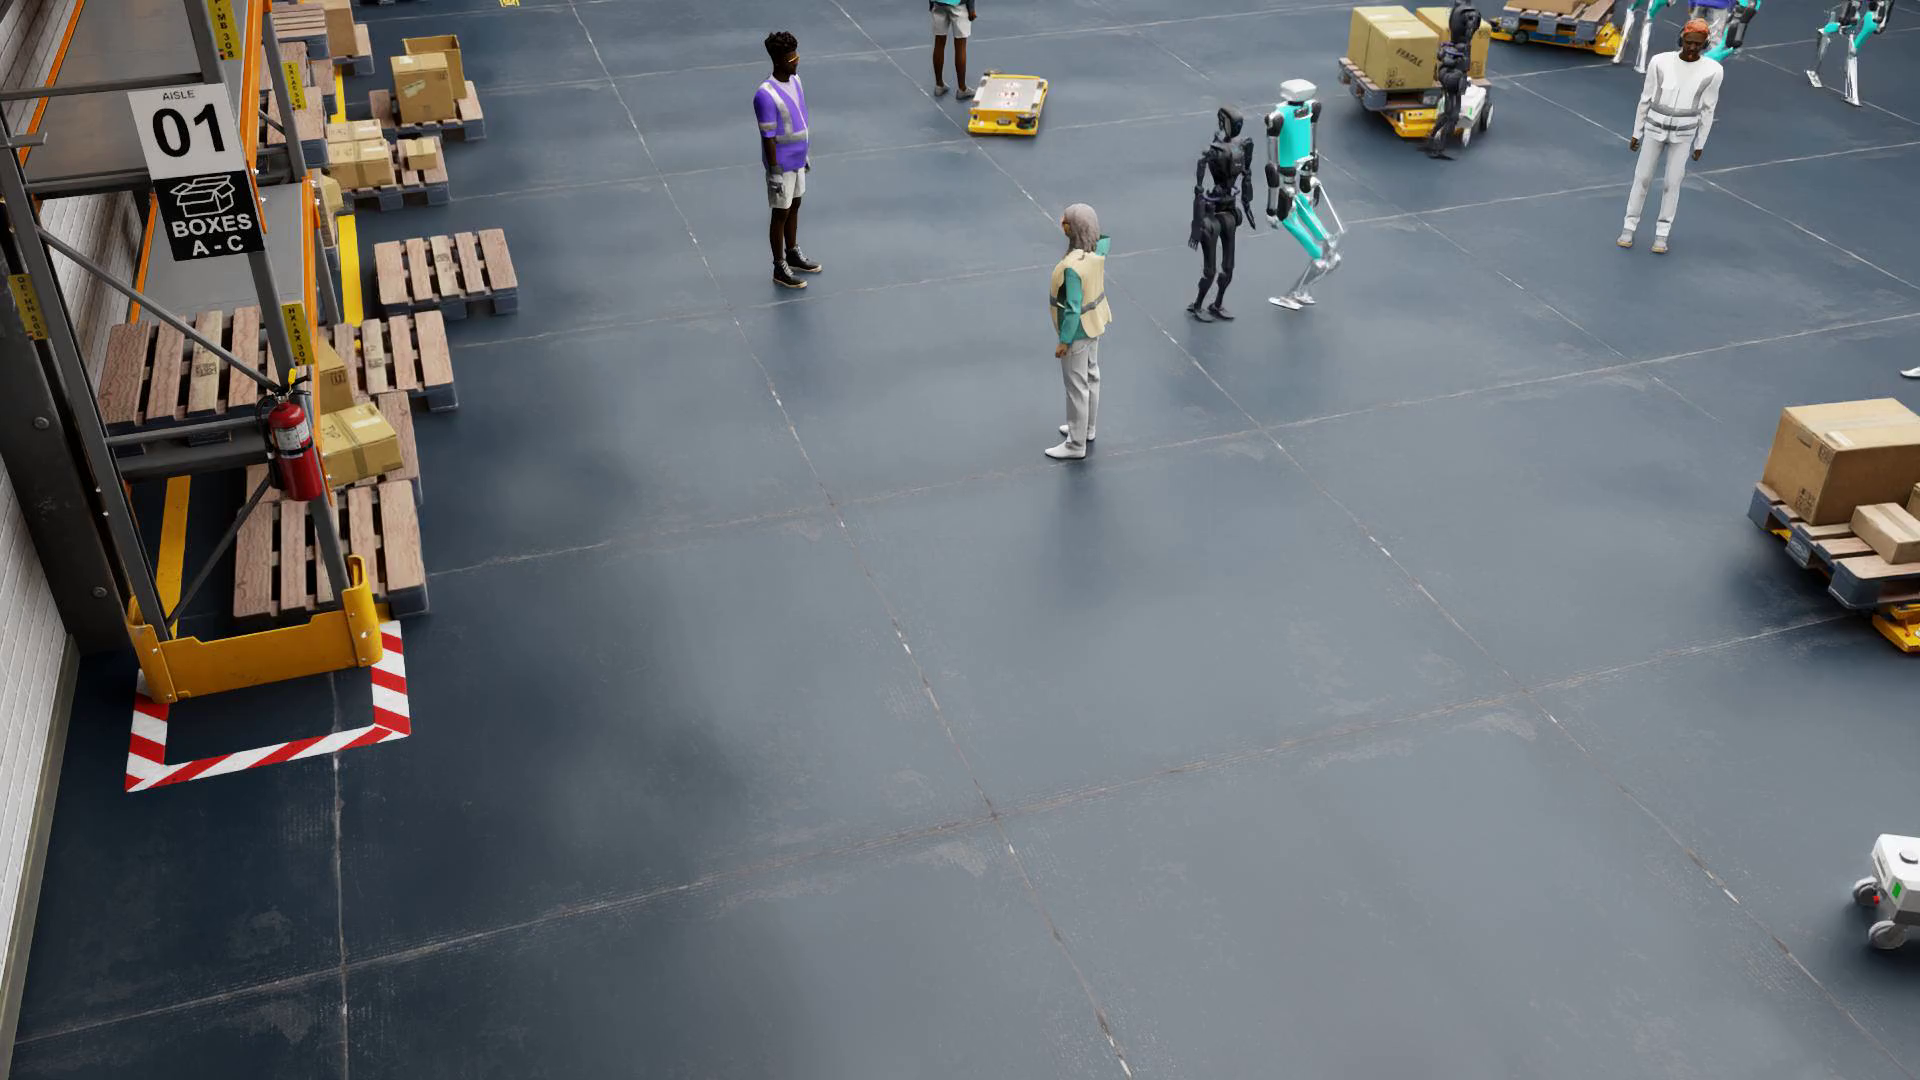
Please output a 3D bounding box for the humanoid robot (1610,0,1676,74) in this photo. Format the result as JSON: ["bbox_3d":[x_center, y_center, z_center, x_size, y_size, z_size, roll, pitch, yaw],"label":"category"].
[{"bbox_3d":[7.247,-5.810,17.428,0.530,1.759,0.812,4,33,6],"label":"humanoid robot"}]

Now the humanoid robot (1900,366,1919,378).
[{"bbox_3d":[6.873,-1.780,11.346,0.800,1.886,0.547,5,33,8],"label":"humanoid robot"}]

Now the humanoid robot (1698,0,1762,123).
[{"bbox_3d":[7.280,-4.851,15.963,0.664,1.806,0.530,9,34,14],"label":"humanoid robot"}]

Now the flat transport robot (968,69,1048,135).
[{"bbox_3d":[0.489,-4.348,16.527,0.659,0.231,1.431,4,33,6],"label":"flat transport robot"}]

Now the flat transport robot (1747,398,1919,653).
[{"bbox_3d":[5.341,0.142,9.640,0.659,0.231,1.431,-6,34,-8],"label":"flat transport robot"}]

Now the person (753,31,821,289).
[{"bbox_3d":[-1.328,-2.930,12.801,0.367,1.966,0.604,10,35,15],"label":"person"}]

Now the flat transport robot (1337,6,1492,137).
[{"bbox_3d":[4.460,-4.324,16.490,0.659,0.231,1.431,-4,33,-6],"label":"flat transport robot"}]

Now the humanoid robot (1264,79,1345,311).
[{"bbox_3d":[2.575,-2.470,12.211,0.537,1.698,0.739,-25,41,-33],"label":"humanoid robot"}]

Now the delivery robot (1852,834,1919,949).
[{"bbox_3d":[4.382,1.534,7.241,0.768,0.591,0.499,6,34,9],"label":"delivery robot"}]

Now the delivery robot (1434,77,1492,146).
[{"bbox_3d":[4.814,-4.144,15.957,0.499,0.599,0.784,15,36,21],"label":"delivery robot"}]

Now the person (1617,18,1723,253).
[{"bbox_3d":[5.704,-3.248,13.369,0.573,1.880,0.361,15,36,22],"label":"person"}]

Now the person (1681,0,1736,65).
[{"bbox_3d":[7.566,-5.383,16.680,0.492,1.842,0.426,19,38,27],"label":"person"}]

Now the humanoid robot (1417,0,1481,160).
[{"bbox_3d":[4.529,-4.333,15.222,0.333,1.652,0.603,0,33,0],"label":"humanoid robot"}]

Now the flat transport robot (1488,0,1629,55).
[{"bbox_3d":[6.667,-5.683,18.574,1.431,0.231,0.659,17,37,24],"label":"flat transport robot"}]

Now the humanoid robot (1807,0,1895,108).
[{"bbox_3d":[8.959,-5.320,16.722,0.534,1.787,1.008,-3,33,-4],"label":"humanoid robot"}]

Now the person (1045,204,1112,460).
[{"bbox_3d":[0.763,-1.311,10.549,0.368,1.709,0.465,13,35,19],"label":"person"}]

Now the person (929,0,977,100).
[{"bbox_3d":[-0.097,-5.375,16.579,0.550,1.935,0.440,18,37,25],"label":"person"}]

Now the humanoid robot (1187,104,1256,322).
[{"bbox_3d":[1.932,-2.415,12.268,0.600,1.645,0.323,-22,39,-30],"label":"humanoid robot"}]
